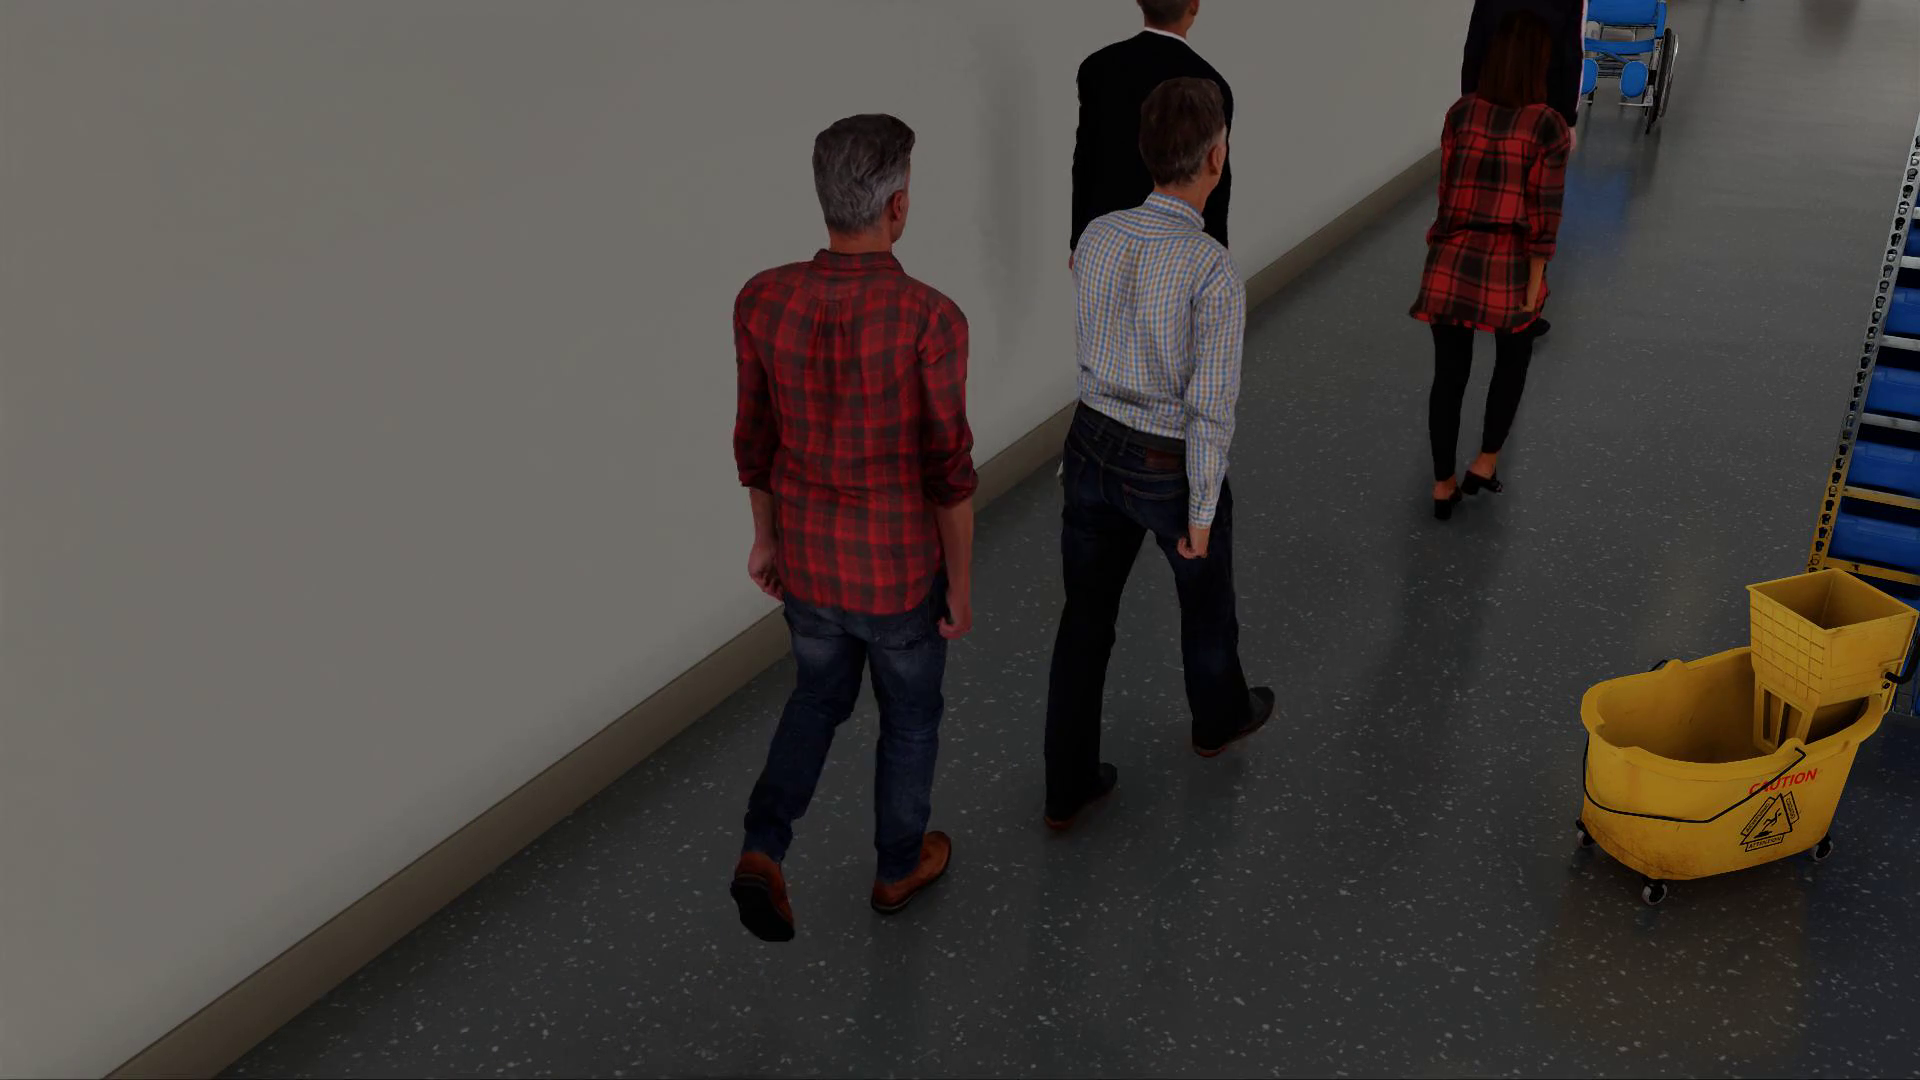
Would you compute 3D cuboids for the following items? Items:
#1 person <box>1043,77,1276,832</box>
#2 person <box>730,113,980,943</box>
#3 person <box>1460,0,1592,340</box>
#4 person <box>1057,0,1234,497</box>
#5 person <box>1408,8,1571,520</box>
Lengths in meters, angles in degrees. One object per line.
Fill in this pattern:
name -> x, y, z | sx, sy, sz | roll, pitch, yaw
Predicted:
person -> 0.375, -0.124, 3.866 | 1.014, 1.782, 0.843 | 19, 32, 34
person -> -0.248, 0.074, 3.422 | 0.890, 1.812, 0.801 | 12, 28, 23
person -> 2.423, -1.793, 7.268 | 0.544, 1.835, 0.764 | 18, 31, 33
person -> 0.543, -0.931, 5.358 | 0.771, 1.940, 0.814 | 17, 30, 31
person -> 1.694, -0.857, 5.497 | 0.613, 1.687, 0.692 | 17, 31, 32
